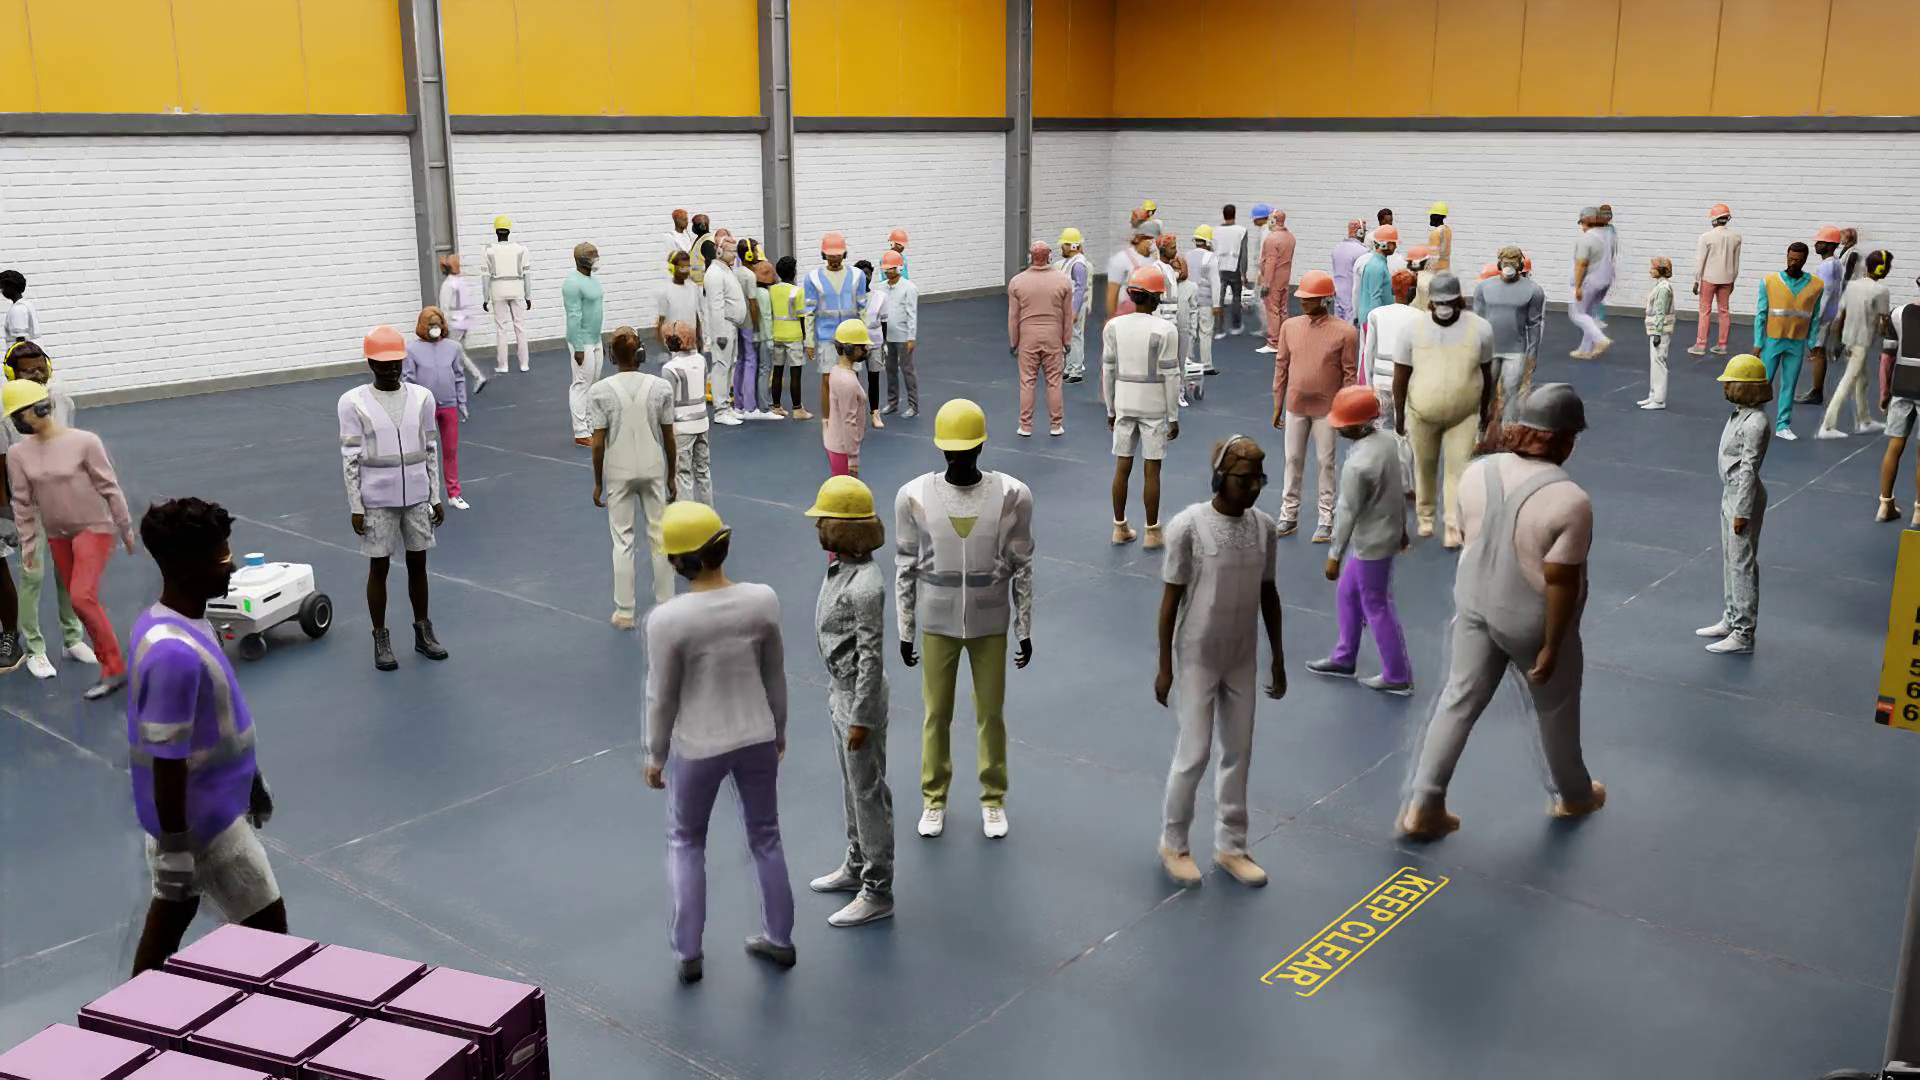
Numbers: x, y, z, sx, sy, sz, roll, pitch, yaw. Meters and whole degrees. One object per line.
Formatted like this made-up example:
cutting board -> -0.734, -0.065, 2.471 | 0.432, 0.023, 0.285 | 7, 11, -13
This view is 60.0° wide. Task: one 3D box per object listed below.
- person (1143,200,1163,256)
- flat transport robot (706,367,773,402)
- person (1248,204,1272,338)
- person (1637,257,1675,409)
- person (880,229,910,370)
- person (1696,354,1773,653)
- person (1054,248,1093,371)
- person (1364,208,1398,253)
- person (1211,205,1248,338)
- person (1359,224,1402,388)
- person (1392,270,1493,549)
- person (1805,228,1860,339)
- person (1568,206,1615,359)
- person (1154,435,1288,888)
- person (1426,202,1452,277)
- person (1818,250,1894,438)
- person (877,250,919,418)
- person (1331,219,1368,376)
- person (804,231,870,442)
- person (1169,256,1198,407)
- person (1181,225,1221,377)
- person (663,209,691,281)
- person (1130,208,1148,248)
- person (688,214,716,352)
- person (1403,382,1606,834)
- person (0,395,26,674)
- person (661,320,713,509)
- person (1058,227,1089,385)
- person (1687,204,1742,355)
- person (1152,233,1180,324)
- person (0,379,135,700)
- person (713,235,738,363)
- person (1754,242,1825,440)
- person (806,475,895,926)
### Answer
person -> 3.205, -4.851, 28.134 | 0.337, 1.762, 0.523 | -13, 19, -42
flat transport robot -> -2.576, -1.764, 18.810 | 0.652, 0.197, 1.431 | 2, 14, 10
person -> 4.355, -3.823, 23.715 | 0.569, 1.908, 0.686 | 2, 14, 6
person -> 7.508, -2.222, 17.892 | 0.318, 1.631, 0.514 | 4, 15, 16
person -> -0.778, -3.010, 20.803 | 0.344, 1.739, 0.575 | 6, 15, 23
person -> 4.500, -0.213, 9.654 | 0.342, 1.735, 0.484 | 4, 14, 14
person -> 1.396, -2.920, 20.667 | 0.497, 1.633, 0.283 | 1, 14, 3
person -> 5.637, -3.483, 22.340 | 0.597, 1.917, 0.378 | -10, 17, -36
person -> 3.889, -3.879, 23.997 | 0.618, 1.872, 0.908 | 7, 16, 25
person -> 4.423, -2.334, 17.614 | 0.407, 1.987, 0.614 | 3, 14, 13
person -> 3.475, -0.970, 12.051 | 0.697, 2.000, 0.840 | 4, 15, 17
person -> 12.157, -3.504, 23.048 | 0.823, 1.595, 0.545 | 2, 14, 7
person -> 8.166, -3.329, 21.477 | 0.723, 2.000, 0.660 | -10, 17, -35
person -> 1.047, 0.490, 6.633 | 0.562, 1.836, 0.414 | -7, 15, -24
person -> 6.810, -3.849, 23.781 | 0.353, 1.929, 0.591 | 8, 16, 30
person -> 8.826, -1.882, 16.123 | 0.912, 1.824, 0.514 | -2, 14, -7
person -> -0.680, -2.143, 17.352 | 0.564, 1.741, 0.375 | 12, 19, 40
person -> 4.773, -2.950, 20.260 | 0.397, 1.900, 0.649 | -5, 15, -19
person -> -1.176, -1.943, 15.967 | 0.615, 2.030, 0.409 | -4, 14, -14
person -> 2.324, -2.251, 17.997 | 0.499, 1.632, 0.285 | -1, 14, -4
person -> 2.933, -2.892, 20.160 | 0.403, 1.830, 0.586 | -12, 18, -39
person -> -3.830, -3.580, 22.796 | 0.358, 1.884, 0.572 | 6, 15, 21
person -> 2.486, -3.619, 22.956 | 0.359, 1.882, 0.575 | 1, 14, 5
person -> -3.463, -3.463, 22.417 | 0.429, 1.845, 0.621 | -5, 15, -19
person -> 2.377, 0.269, 7.099 | 1.069, 2.000, 0.681 | -10, 17, -34
person -> -5.527, -0.221, 9.205 | 0.606, 1.967, 0.367 | 0, 14, 1
person -> -2.001, -0.787, 12.151 | 0.313, 1.634, 0.514 | 7, 15, 25
person -> 1.302, -2.747, 19.568 | 0.403, 1.835, 0.589 | -2, 14, -7
person -> 10.042, -3.463, 22.135 | 0.611, 1.985, 0.415 | -2, 14, -9
person -> 2.172, -2.328, 17.795 | 0.345, 1.882, 0.584 | 5, 15, 20
person -> -4.717, 0.006, 8.813 | 0.584, 1.719, 0.561 | 2, 14, 9
person -> -2.996, -3.088, 21.328 | 0.311, 1.638, 0.522 | -10, 17, -34
person -> 7.997, -1.925, 16.119 | 0.590, 1.917, 0.397 | 2, 14, 8
person -> -0.422, 0.608, 6.348 | 0.300, 1.745, 0.483 | -4, 15, -14
